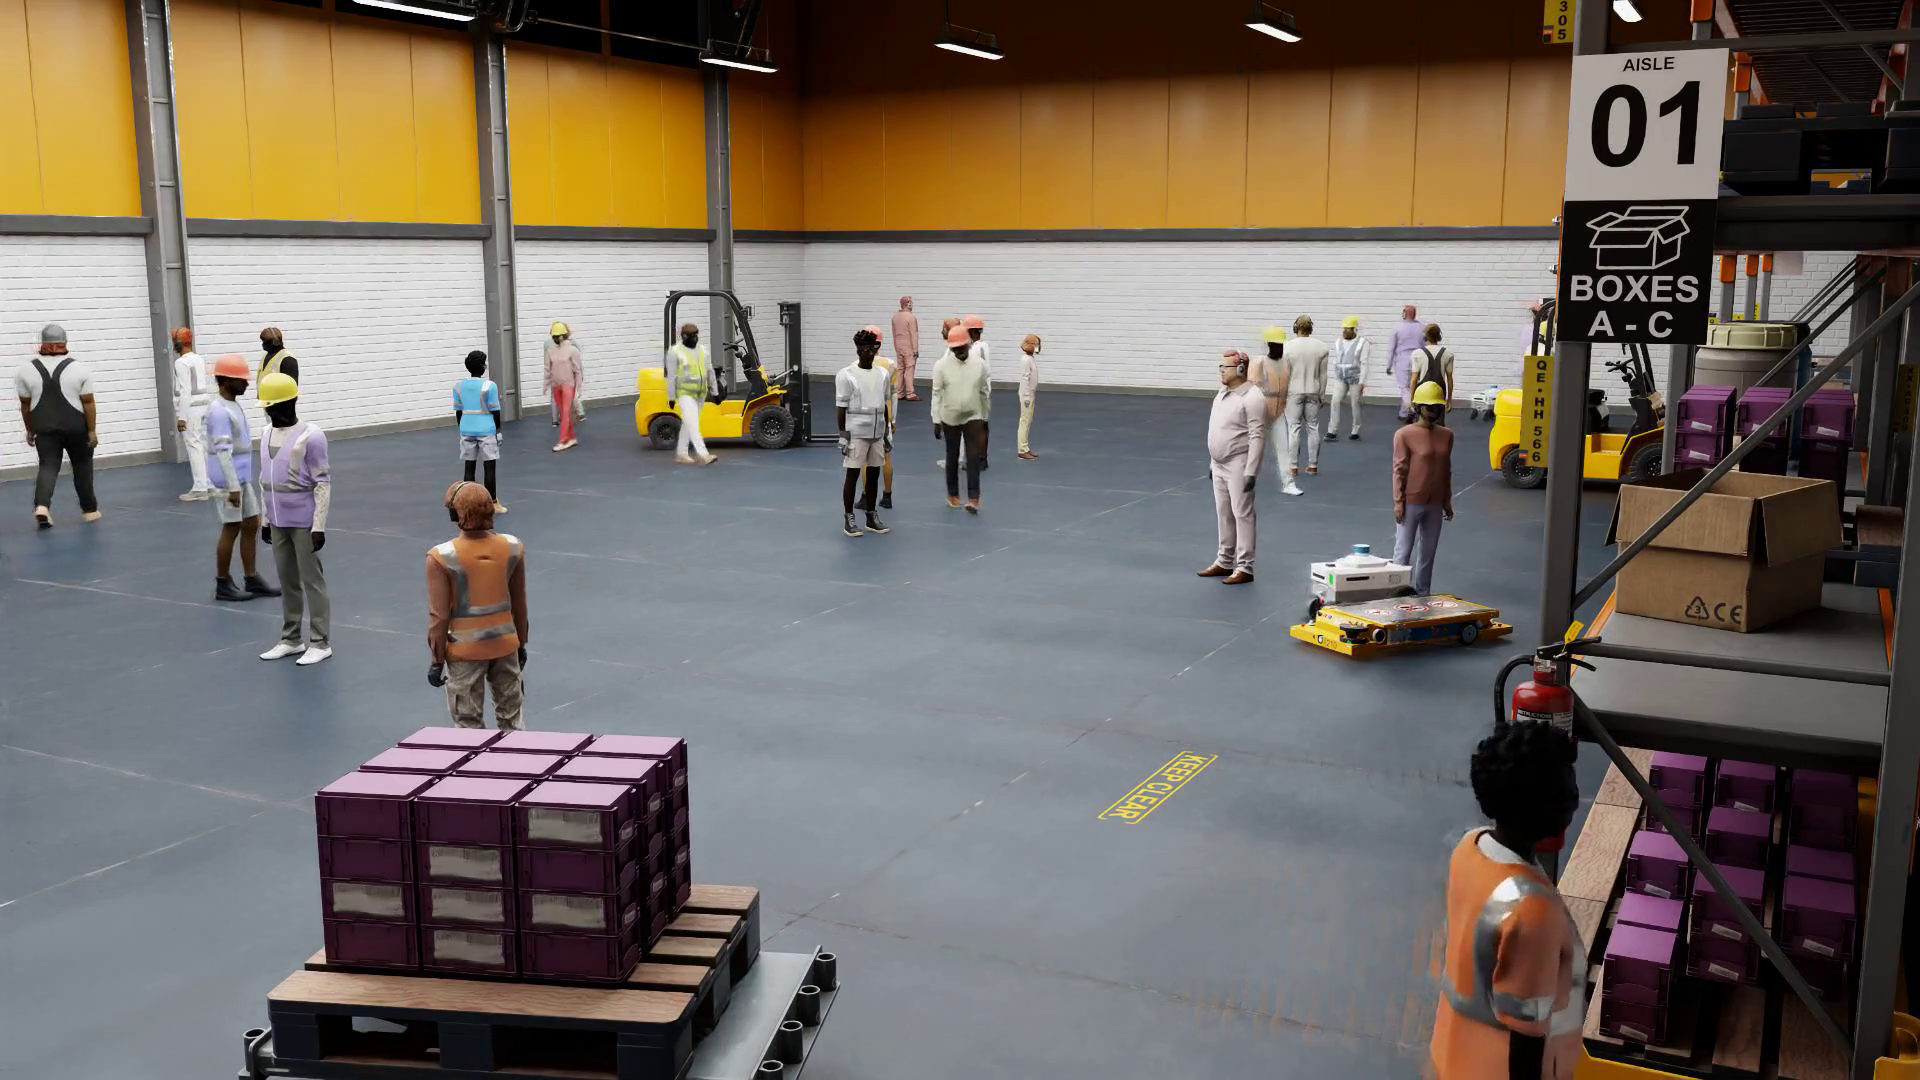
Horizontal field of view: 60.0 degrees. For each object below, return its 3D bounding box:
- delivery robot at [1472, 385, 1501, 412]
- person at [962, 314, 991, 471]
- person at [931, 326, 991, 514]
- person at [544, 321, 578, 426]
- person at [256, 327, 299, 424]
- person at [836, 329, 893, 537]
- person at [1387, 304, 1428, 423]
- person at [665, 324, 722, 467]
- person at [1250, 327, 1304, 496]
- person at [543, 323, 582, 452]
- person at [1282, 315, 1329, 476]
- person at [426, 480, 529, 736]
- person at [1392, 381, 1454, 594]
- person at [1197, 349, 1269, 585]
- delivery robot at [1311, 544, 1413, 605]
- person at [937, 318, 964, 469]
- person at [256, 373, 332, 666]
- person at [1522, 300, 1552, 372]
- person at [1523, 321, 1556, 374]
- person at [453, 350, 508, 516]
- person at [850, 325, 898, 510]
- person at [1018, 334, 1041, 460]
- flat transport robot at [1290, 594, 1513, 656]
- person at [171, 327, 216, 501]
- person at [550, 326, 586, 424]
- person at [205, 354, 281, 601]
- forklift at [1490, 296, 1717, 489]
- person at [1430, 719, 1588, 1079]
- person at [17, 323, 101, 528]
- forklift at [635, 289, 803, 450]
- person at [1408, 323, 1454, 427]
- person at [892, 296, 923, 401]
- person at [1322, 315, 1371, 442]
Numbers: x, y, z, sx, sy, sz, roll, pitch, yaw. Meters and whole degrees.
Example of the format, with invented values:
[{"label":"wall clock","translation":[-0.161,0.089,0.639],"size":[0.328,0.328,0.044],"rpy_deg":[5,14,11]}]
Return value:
[{"label":"delivery robot","translation":[8.625,-2.271,26.906],"size":[0.707,0.478,0.477],"rpy_deg":[-6,12,-31]},{"label":"person","translation":[0.188,-1.824,20.580],"size":[0.368,1.941,0.543],"rpy_deg":[2,10,13]},{"label":"person","translation":[0.020,-1.248,17.242],"size":[0.646,1.929,1.024],"rpy_deg":[-1,10,-7]},{"label":"person","translation":[-6.193,-2.568,25.778],"size":[0.497,1.633,0.284],"rpy_deg":[2,10,11]},{"label":"person","translation":[-7.878,-1.533,19.204],"size":[0.621,1.838,0.429],"rpy_deg":[8,13,41]},{"label":"person","translation":[-0.903,-1.022,15.862],"size":[0.612,1.963,0.361],"rpy_deg":[-8,13,-38]},{"label":"person","translation":[7.132,-2.799,26.421],"size":[0.646,1.883,0.907],"rpy_deg":[-1,10,-8]},{"label":"person","translation":[-3.346,-1.830,21.026],"size":[0.953,1.791,0.641],"rpy_deg":[8,13,40]},{"label":"person","translation":[3.454,-1.459,18.682],"size":[0.607,1.874,1.003],"rpy_deg":[-5,11,-29]},{"label":"person","translation":[-5.452,-2.098,22.759],"size":[0.546,1.732,0.746],"rpy_deg":[4,11,22]},{"label":"person","translation":[4.129,-1.740,20.102],"size":[0.629,1.940,0.379],"rpy_deg":[-2,10,-9]},{"label":"person","translation":[-2.242,0.539,7.769],"size":[0.311,1.638,0.523],"rpy_deg":[9,13,42]},{"label":"person","translation":[3.361,-0.267,12.072],"size":[0.522,1.769,0.311],"rpy_deg":[-5,11,-25]},{"label":"person","translation":[2.216,-0.597,13.574],"size":[0.404,1.911,0.636],"rpy_deg":[-4,11,-22]},{"label":"delivery robot","translation":[2.936,0.274,12.168],"size":[0.707,0.478,0.477],"rpy_deg":[-3,10,-16]},{"label":"person","translation":[-0.096,-1.829,20.776],"size":[0.350,1.882,0.583],"rpy_deg":[-2,10,-9]},{"label":"person","translation":[-4.373,-0.138,10.885],"size":[0.585,1.918,0.379],"rpy_deg":[5,11,28]},{"label":"person","translation":[8.367,-2.463,24.051],"size":[0.485,2.028,0.611],"rpy_deg":[-4,10,-20]},{"label":"person","translation":[7.454,-1.899,21.368],"size":[0.405,1.824,0.585],"rpy_deg":[-2,10,-12]},{"label":"person","translation":[-4.920,-1.090,17.040],"size":[0.533,1.697,0.318],"rpy_deg":[3,10,16]},{"label":"person","translation":[-0.917,-1.280,17.437],"size":[0.545,1.938,0.362],"rpy_deg":[-5,11,-28]},{"label":"person","translation":[0.912,-1.872,21.743],"size":[0.286,1.633,0.504],"rpy_deg":[2,10,12]},{"label":"flat transport robot","translation":[3.067,0.573,11.533],"size":[1.431,0.197,0.652],"rpy_deg":[-5,11,-26]},{"label":"person","translation":[-8.371,-1.370,18.119],"size":[0.346,1.881,0.578],"rpy_deg":[-1,10,-3]},{"label":"person","translation":[-6.211,-2.634,26.312],"size":[0.520,1.576,0.840],"rpy_deg":[6,12,32]},{"label":"person","translation":[-5.558,-0.473,12.841],"size":[0.460,1.925,0.572],"rpy_deg":[-1,10,-8]},{"label":"forklift","translation":[7.296,-1.677,18.993],"size":[2.313,2.155,1.214],"rpy_deg":[5,11,27]},{"label":"person","translation":[1.154,1.214,3.762],"size":[0.661,1.678,0.540],"rpy_deg":[1,10,3]},{"label":"person","translation":[-8.859,-1.150,16.386],"size":[0.692,2.000,0.803],"rpy_deg":[-2,10,-11]},{"label":"forklift","translation":[-3.358,-2.392,23.136],"size":[2.313,2.155,1.214],"rpy_deg":[-1,10,-5]},{"label":"person","translation":[5.697,-1.698,20.131],"size":[0.514,1.842,0.324],"rpy_deg":[1,10,4]},{"label":"person","translation":[-0.953,-3.477,30.233],"size":[0.410,1.913,0.642],"rpy_deg":[-8,13,-40]},{"label":"person","translation":[5.469,-2.266,23.549],"size":[0.596,1.803,0.792],"rpy_deg":[8,13,39]}]
